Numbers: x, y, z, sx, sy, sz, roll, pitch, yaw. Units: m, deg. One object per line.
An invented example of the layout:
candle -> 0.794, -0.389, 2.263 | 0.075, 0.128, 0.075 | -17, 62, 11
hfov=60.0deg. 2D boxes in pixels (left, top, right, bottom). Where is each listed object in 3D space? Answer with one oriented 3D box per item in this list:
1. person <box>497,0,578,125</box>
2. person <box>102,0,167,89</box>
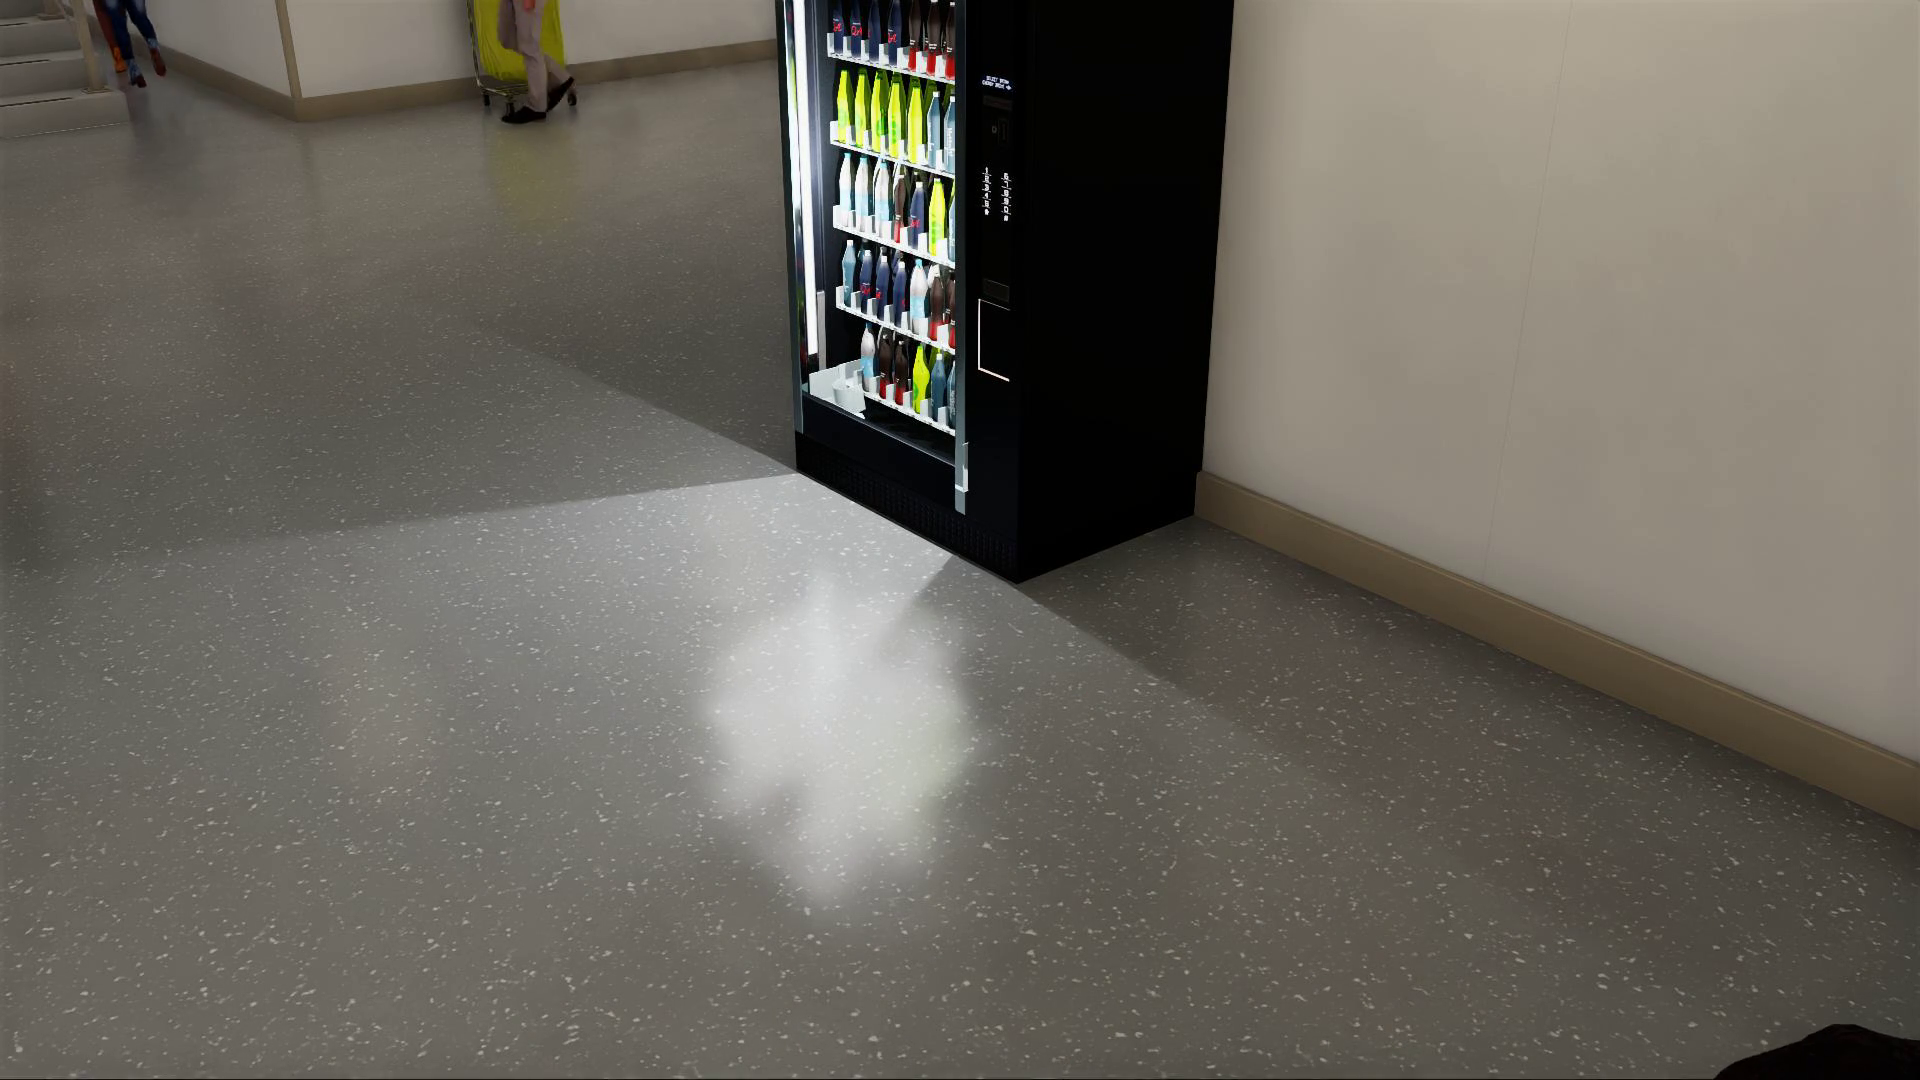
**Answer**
person -> -2.864, -3.741, 11.211 | 0.779, 1.830, 0.783 | -15, 29, -28
person -> -6.202, -4.155, 12.329 | 0.812, 1.606, 0.667 | 22, 34, 38
